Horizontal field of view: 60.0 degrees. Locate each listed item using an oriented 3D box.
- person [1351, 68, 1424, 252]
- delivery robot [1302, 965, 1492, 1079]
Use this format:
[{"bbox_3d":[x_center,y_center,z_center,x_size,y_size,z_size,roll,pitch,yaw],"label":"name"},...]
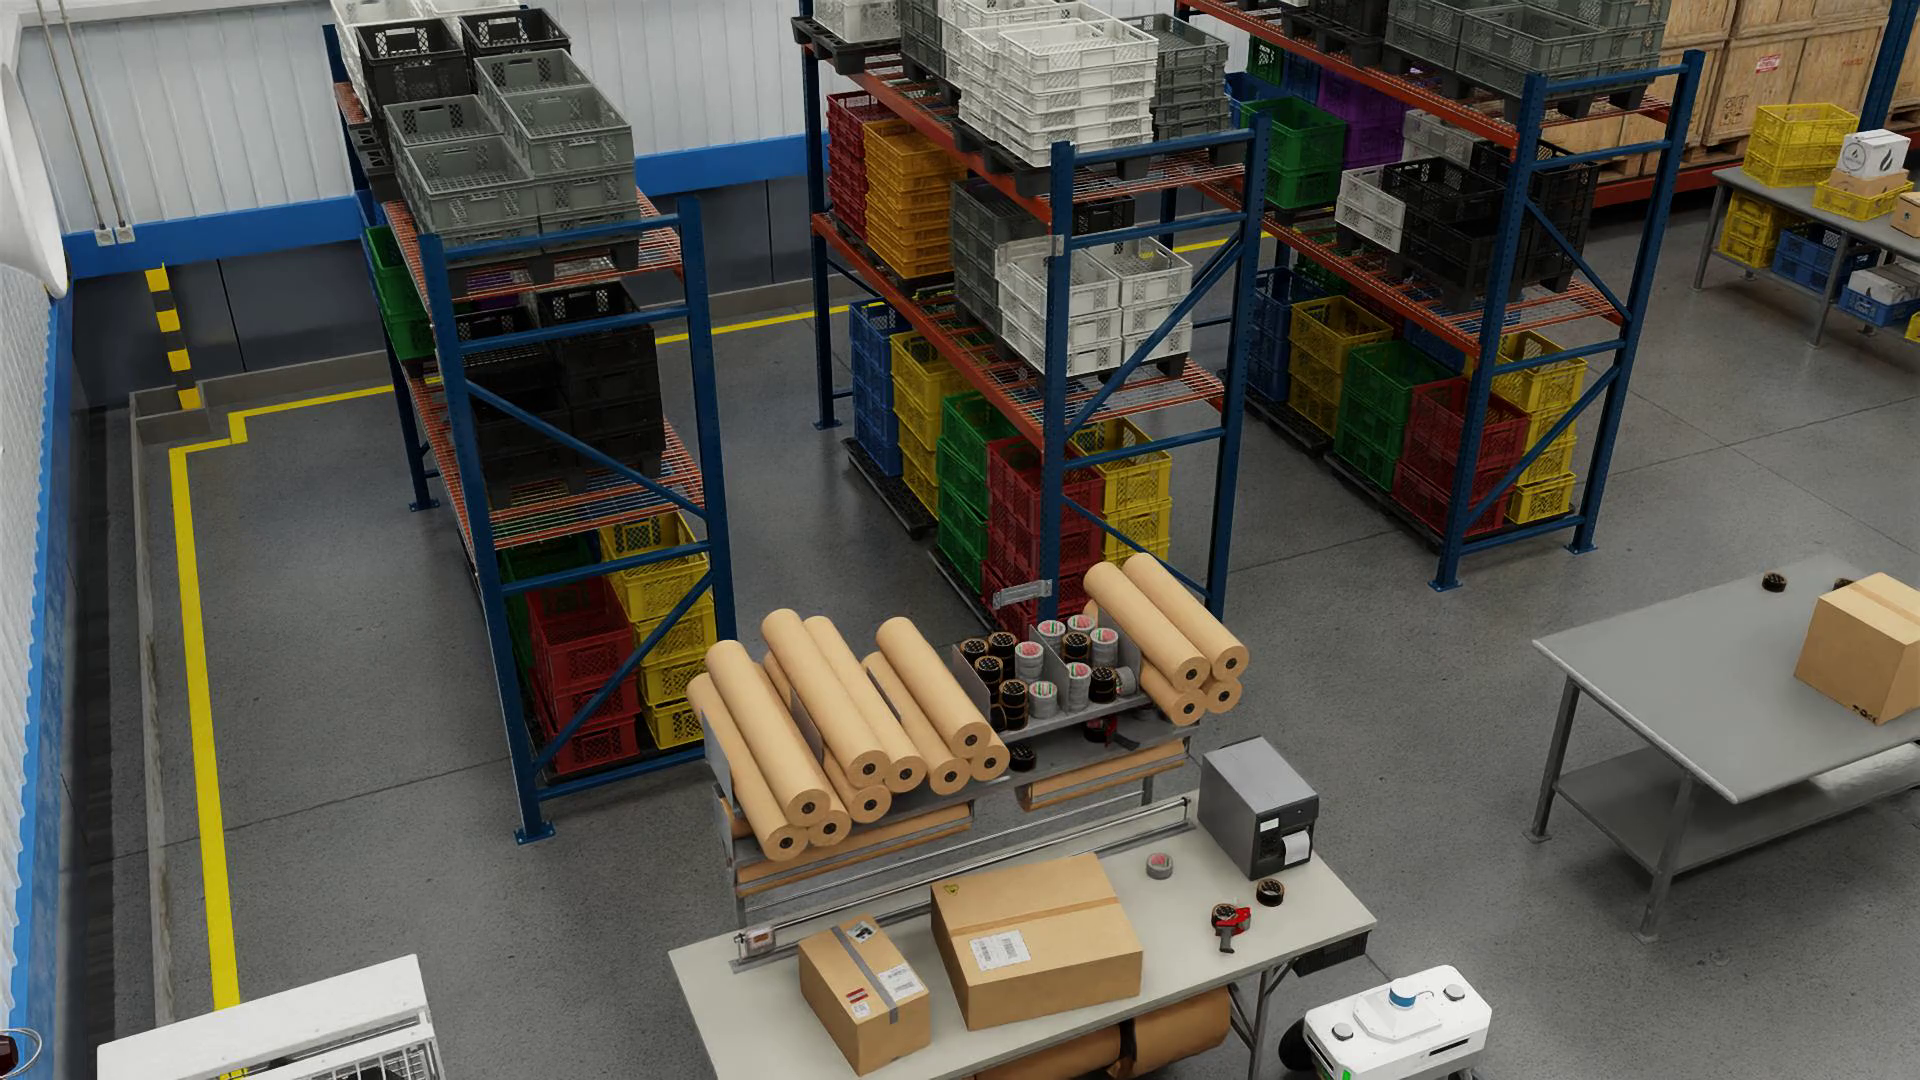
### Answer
[{"bbox_3d":[3.474,-3.312,13.755,0.625,1.932,0.375,18,36,27],"label":"person"},{"bbox_3d":[1.700,1.914,6.482,0.707,0.478,0.477,-12,34,-19],"label":"delivery robot"}]
